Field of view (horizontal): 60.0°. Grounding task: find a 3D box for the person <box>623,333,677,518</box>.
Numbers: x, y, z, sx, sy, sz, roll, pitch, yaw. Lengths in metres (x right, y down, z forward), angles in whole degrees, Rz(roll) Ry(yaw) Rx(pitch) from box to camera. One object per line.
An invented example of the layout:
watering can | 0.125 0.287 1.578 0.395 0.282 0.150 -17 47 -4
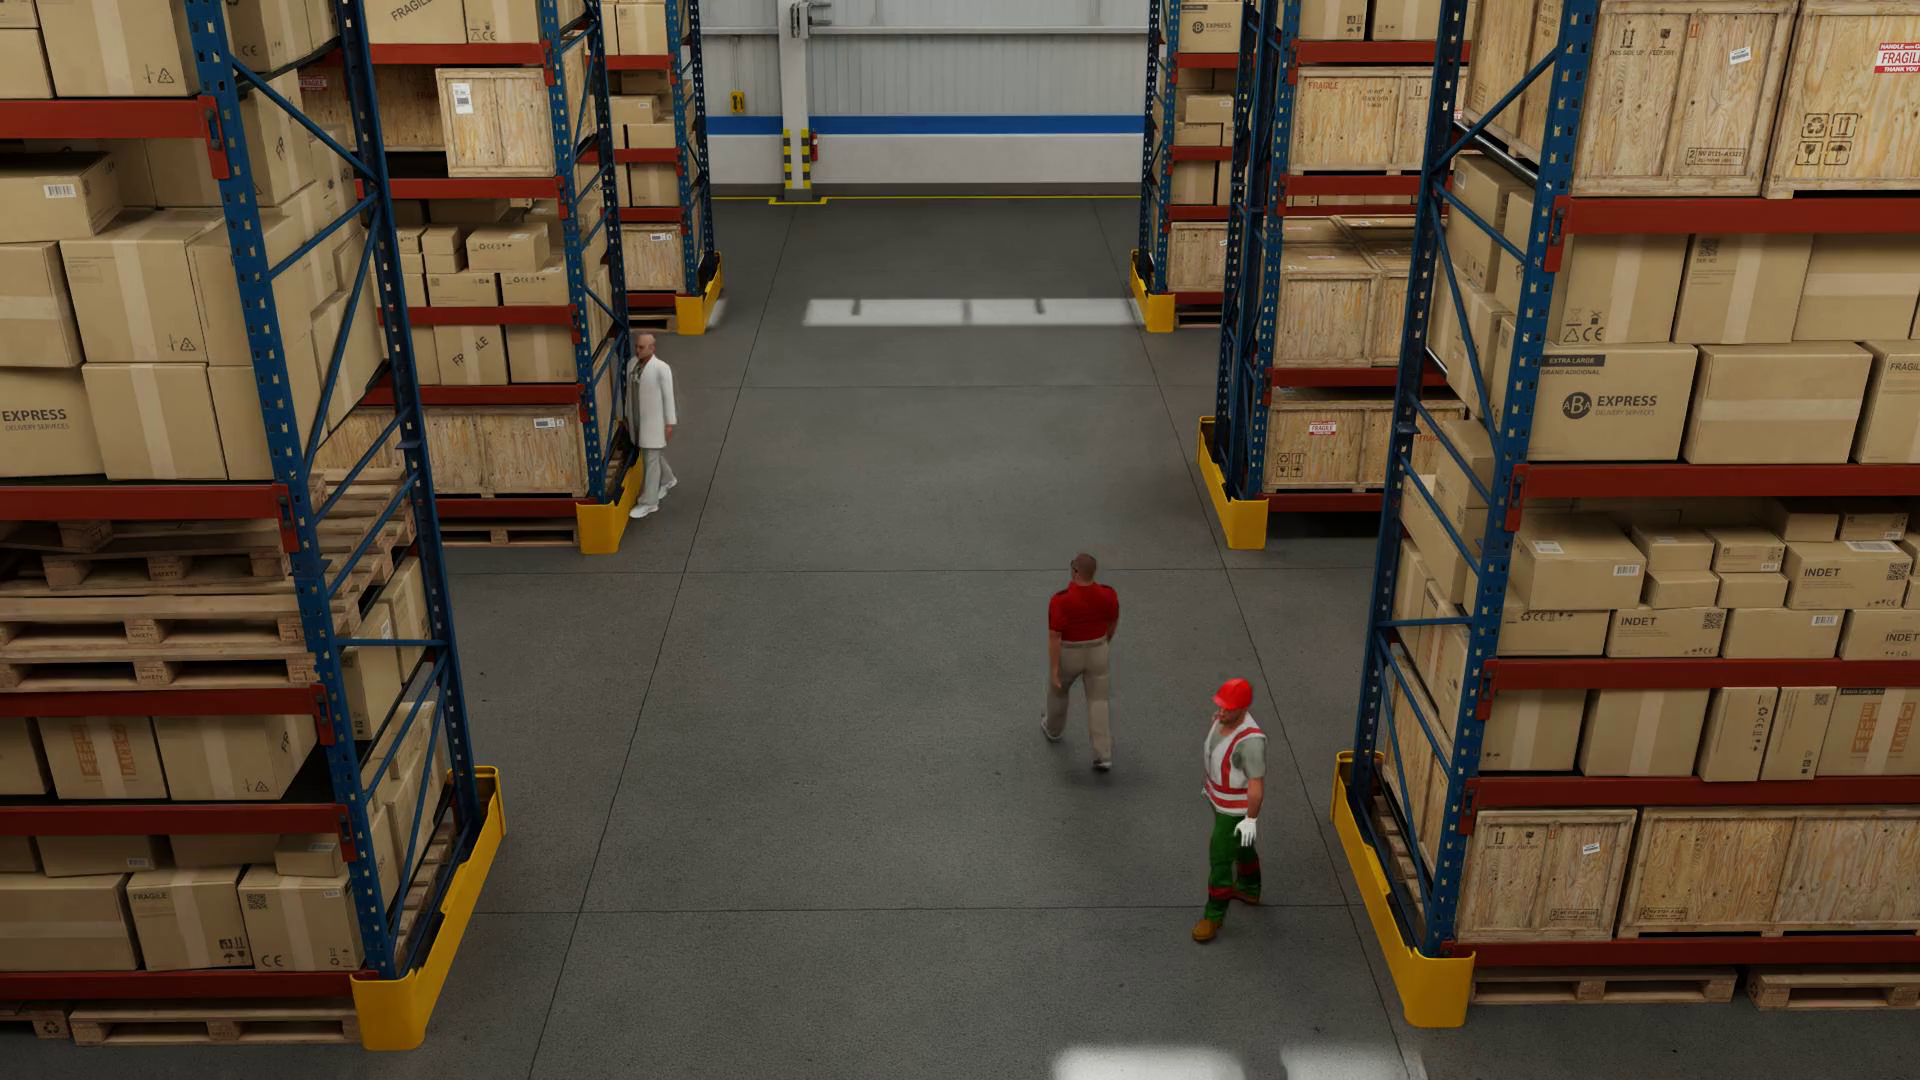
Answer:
person | -3.089 -1.157 16.358 0.600 1.791 0.848 17 30 32

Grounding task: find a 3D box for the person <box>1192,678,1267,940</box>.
person | 1.707 1.629 10.370 0.568 1.785 0.586 -6 26 -13

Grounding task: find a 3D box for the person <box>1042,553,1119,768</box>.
person | 0.878 0.817 12.183 0.533 1.690 0.922 -3 25 -6
